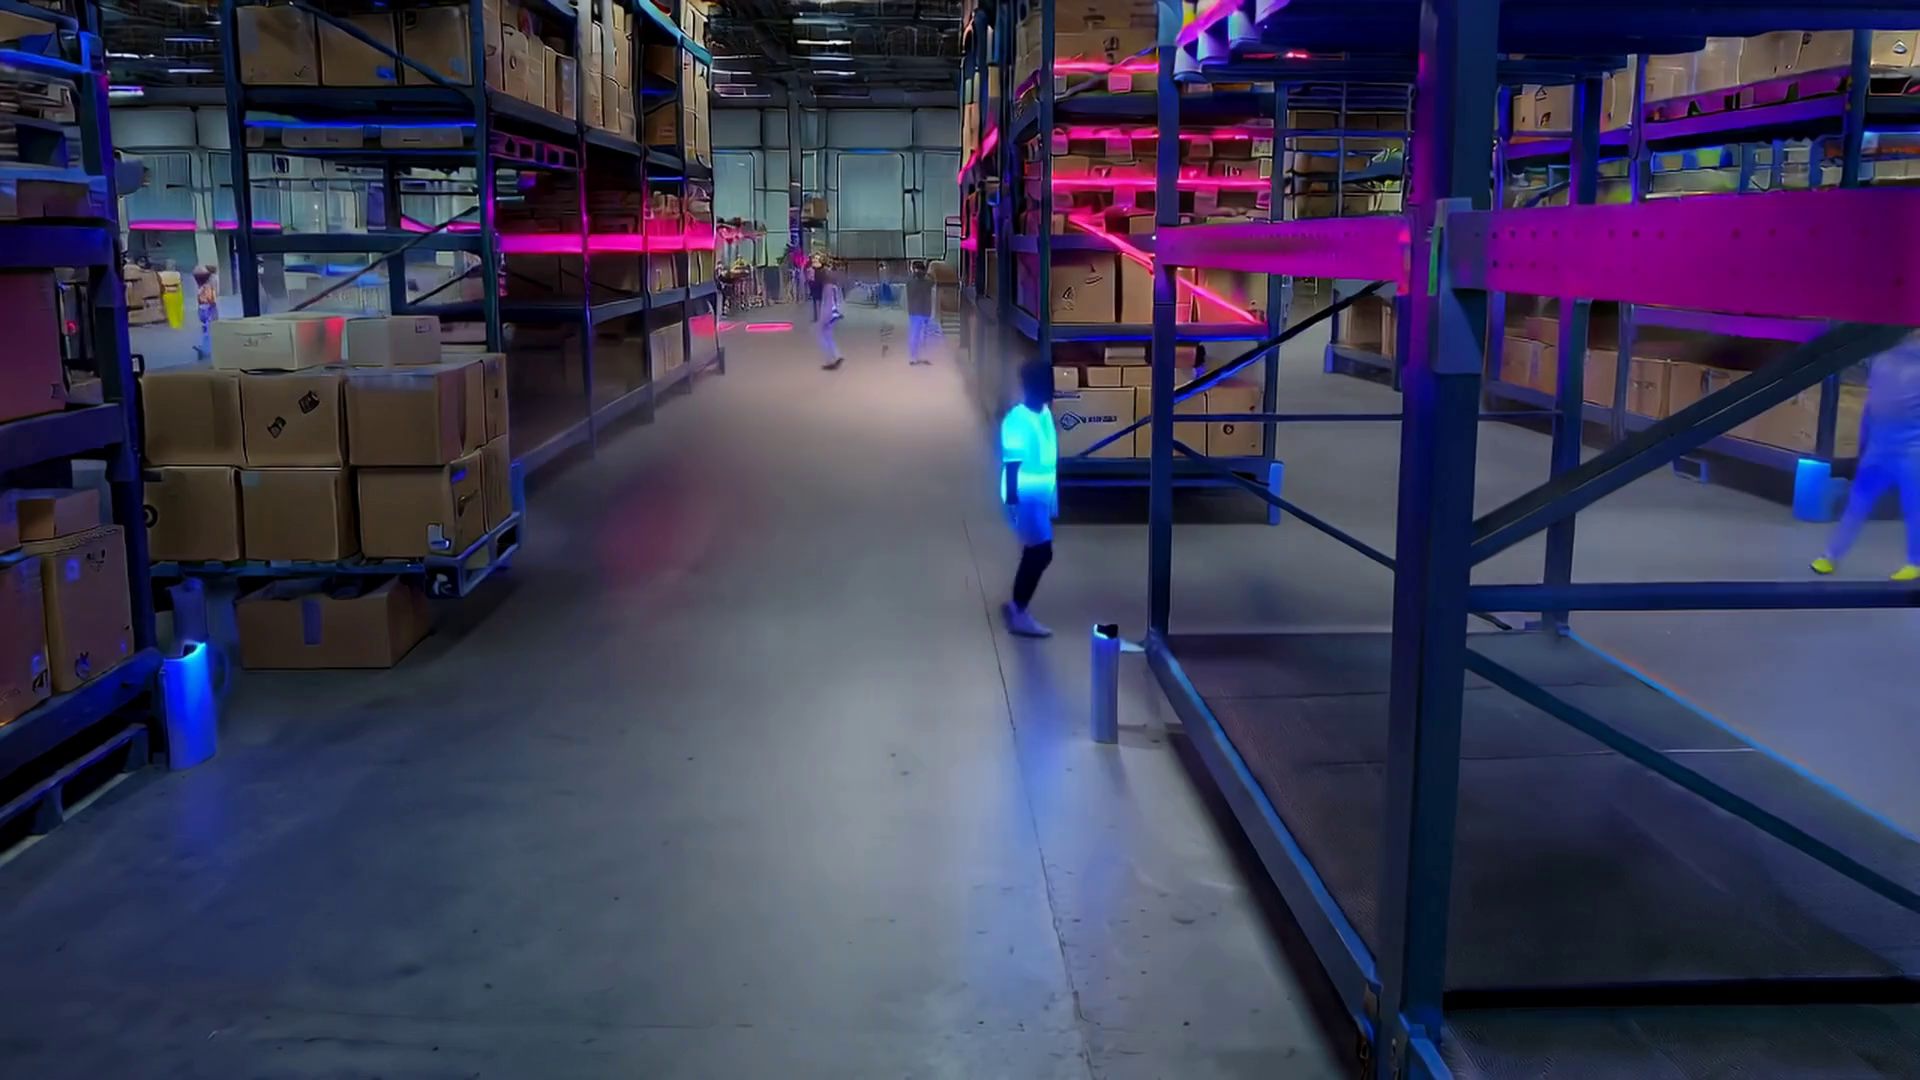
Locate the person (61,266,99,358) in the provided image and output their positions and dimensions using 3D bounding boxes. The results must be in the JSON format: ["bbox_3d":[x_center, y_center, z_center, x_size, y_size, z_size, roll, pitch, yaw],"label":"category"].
[{"bbox_3d":[-16.491,-4.186,31.135,0.760,1.915,0.554,2,10,9],"label":"person"}]

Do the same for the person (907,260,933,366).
[{"bbox_3d":[-0.734,-4.291,31.489,0.397,1.992,0.621,9,14,41],"label":"person"}]

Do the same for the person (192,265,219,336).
[{"bbox_3d":[-13.207,-3.842,29.150,0.379,1.938,0.547,-3,11,-17],"label":"person"}]

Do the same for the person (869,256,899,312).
[{"bbox_3d":[-2.504,-8.550,55.565,1.012,1.871,0.610,1,10,4],"label":"person"}]

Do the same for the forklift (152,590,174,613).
[{"bbox_3d":[-5.858,-0.811,9.639,1.873,2.768,1.129,-1,10,-3],"label":"forklift"}]

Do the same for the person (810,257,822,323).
[{"bbox_3d":[-4.194,-7.223,48.147,0.369,1.896,0.741,-2,10,-13],"label":"person"}]

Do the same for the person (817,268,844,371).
[{"bbox_3d":[-2.376,-3.968,30.032,0.418,1.870,0.591,1,10,6],"label":"person"}]

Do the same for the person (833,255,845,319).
[{"bbox_3d":[-3.714,-7.725,50.800,0.372,1.934,0.627,-6,12,-29],"label":"person"}]

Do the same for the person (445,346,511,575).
[{"bbox_3d":[-3.520,-0.558,11.738,0.785,1.598,0.528,3,11,16],"label":"person"}]

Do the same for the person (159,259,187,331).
[{"bbox_3d":[-20.692,-6.443,43.760,0.631,1.885,0.839,-3,11,-15],"label":"person"}]

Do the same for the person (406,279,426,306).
[{"bbox_3d":[-11.116,-4.534,33.955,0.851,1.596,0.530,5,12,28],"label":"person"}]

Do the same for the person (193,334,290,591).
[{"bbox_3d":[-4.874,-0.520,11.178,0.703,1.742,0.538,-2,10,-10],"label":"person"}]

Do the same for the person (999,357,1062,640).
[{"bbox_3d":[0.432,-0.233,9.738,0.379,1.681,0.549,5,11,25],"label":"person"}]

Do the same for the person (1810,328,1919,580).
[{"bbox_3d":[6.397,-0.624,11.445,0.818,1.858,0.676,-6,12,-32],"label":"person"}]

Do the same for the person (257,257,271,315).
[{"bbox_3d":[-22.222,-8.048,52.820,0.702,1.856,0.523,-2,10,-10],"label":"person"}]

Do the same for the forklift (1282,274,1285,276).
[{"bbox_3d":[12.240,-10.302,62.509,1.129,2.768,1.873,0,10,-2],"label":"forklift"}]

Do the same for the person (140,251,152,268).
[{"bbox_3d":[-33.022,-10.747,67.528,0.802,1.968,0.622,3,11,14],"label":"person"}]

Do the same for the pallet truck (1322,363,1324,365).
[{"bbox_3d":[7.712,-4.157,30.737,1.885,1.965,0.823,3,11,16],"label":"pallet truck"}]

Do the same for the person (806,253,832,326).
[{"bbox_3d":[-3.943,-7.030,46.624,0.704,2.000,0.682,0,10,-1],"label":"person"}]
